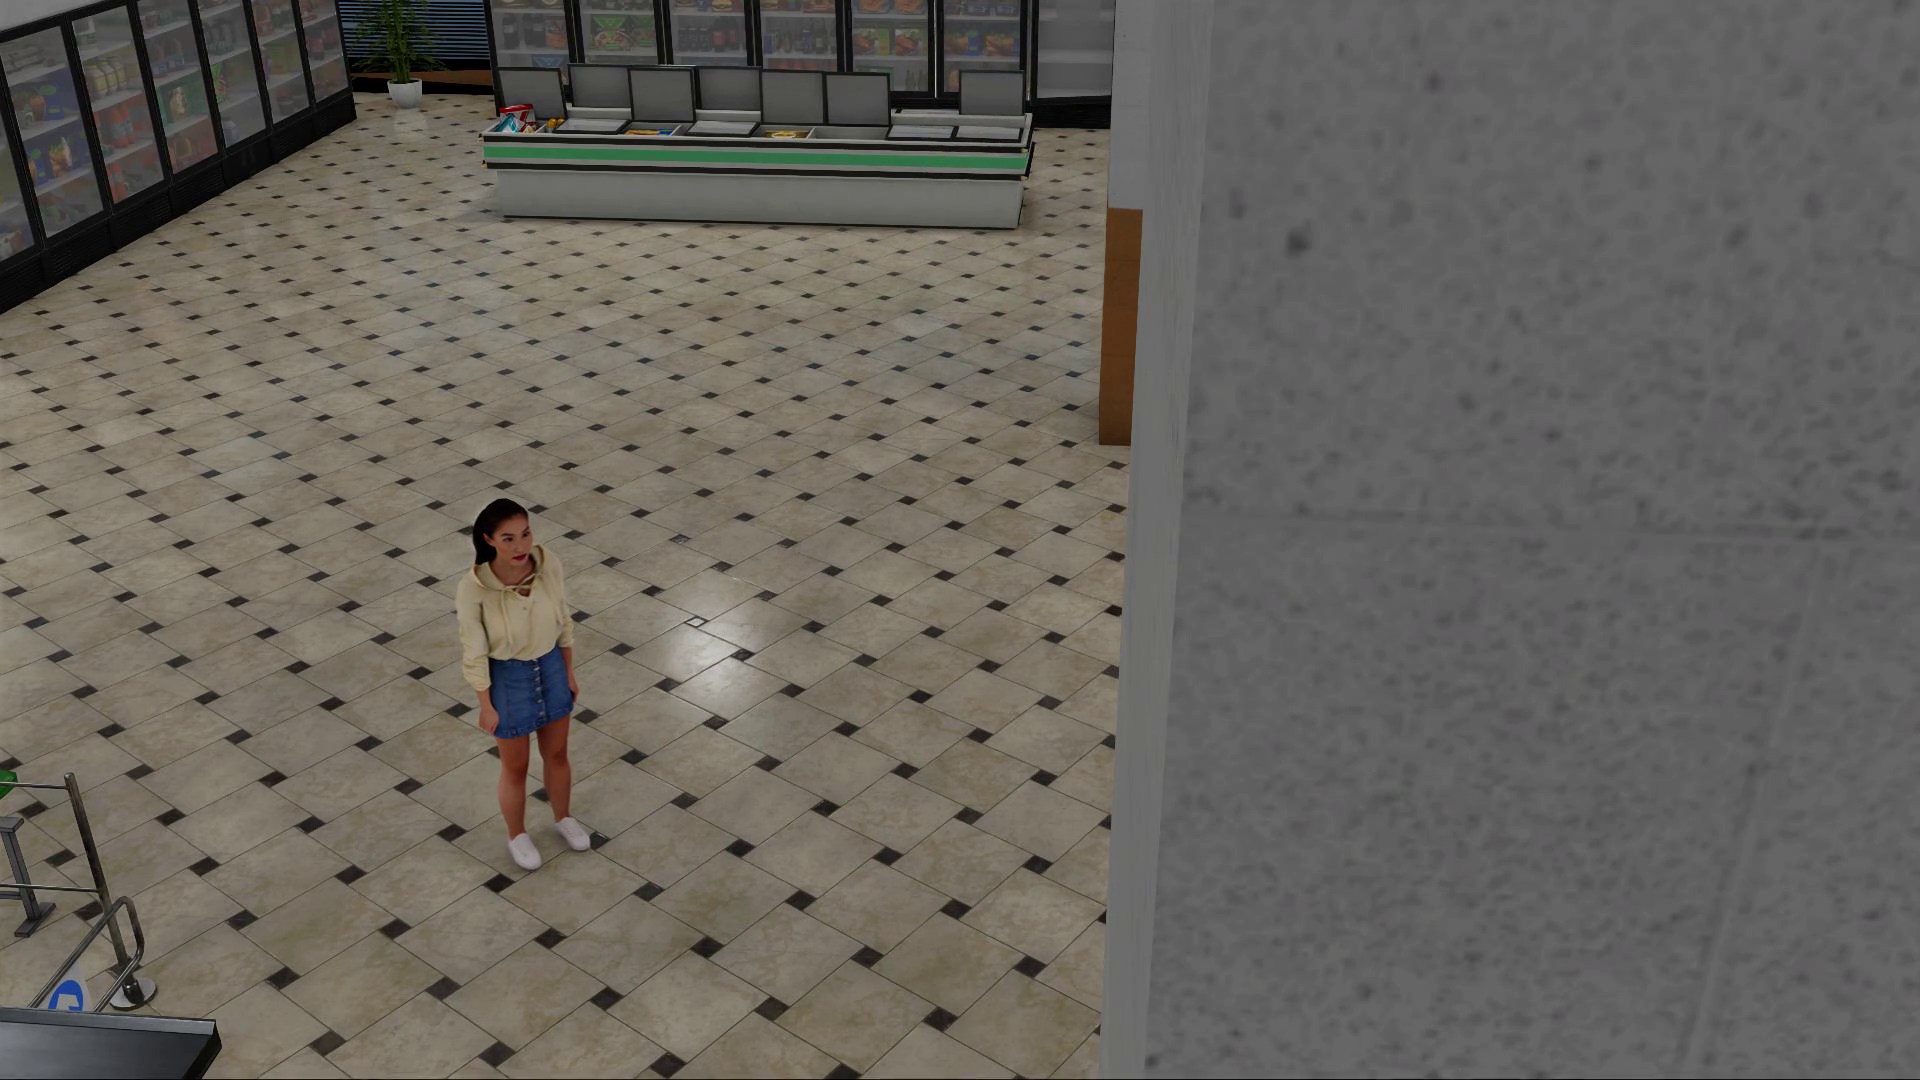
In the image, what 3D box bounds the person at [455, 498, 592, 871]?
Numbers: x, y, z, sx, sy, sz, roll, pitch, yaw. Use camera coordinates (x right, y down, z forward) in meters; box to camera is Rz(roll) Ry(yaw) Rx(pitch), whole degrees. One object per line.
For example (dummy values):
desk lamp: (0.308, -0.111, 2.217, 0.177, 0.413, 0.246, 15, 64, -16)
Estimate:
person: (-1.737, 0.565, 6.643, 0.708, 1.631, 0.754, -24, 35, -38)
